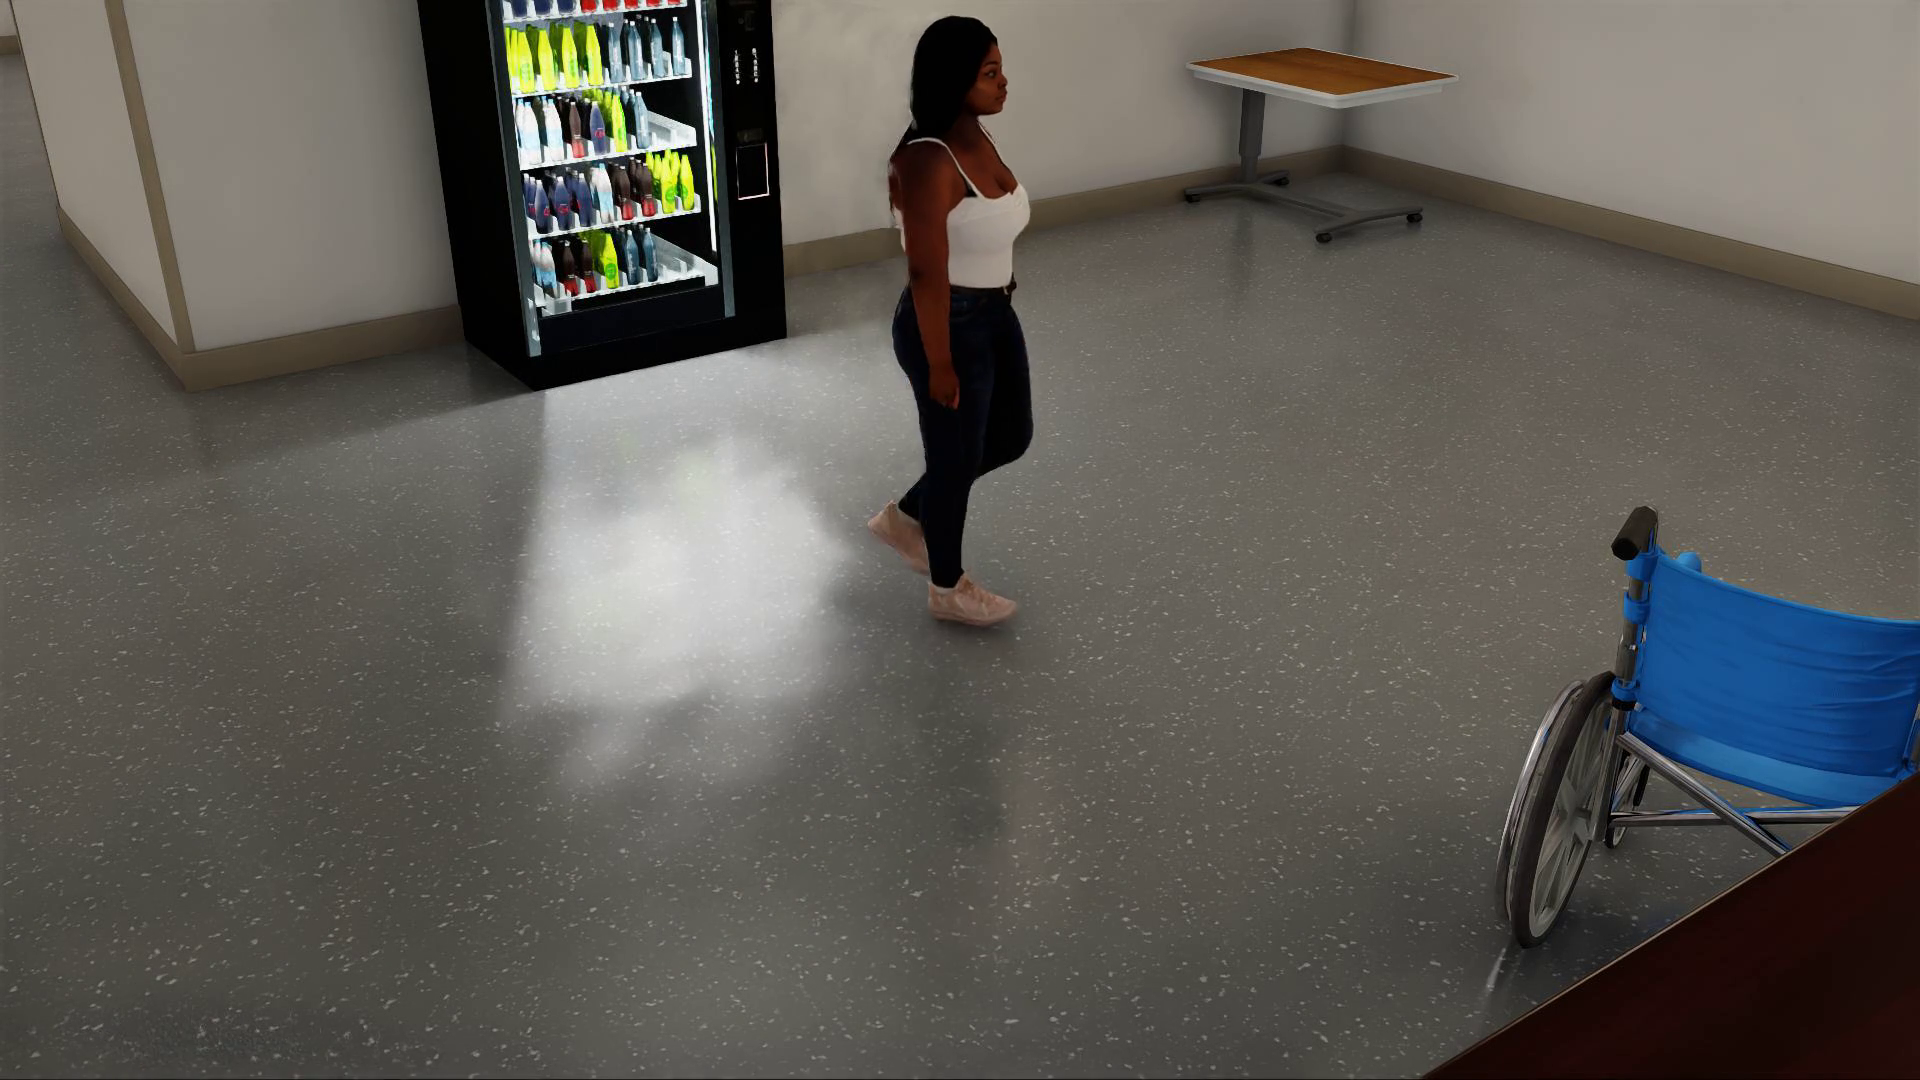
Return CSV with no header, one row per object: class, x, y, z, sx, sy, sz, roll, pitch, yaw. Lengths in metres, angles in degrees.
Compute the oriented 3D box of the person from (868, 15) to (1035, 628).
person,-0.092,-0.592,4.835,0.903,1.803,0.849,9,27,19
